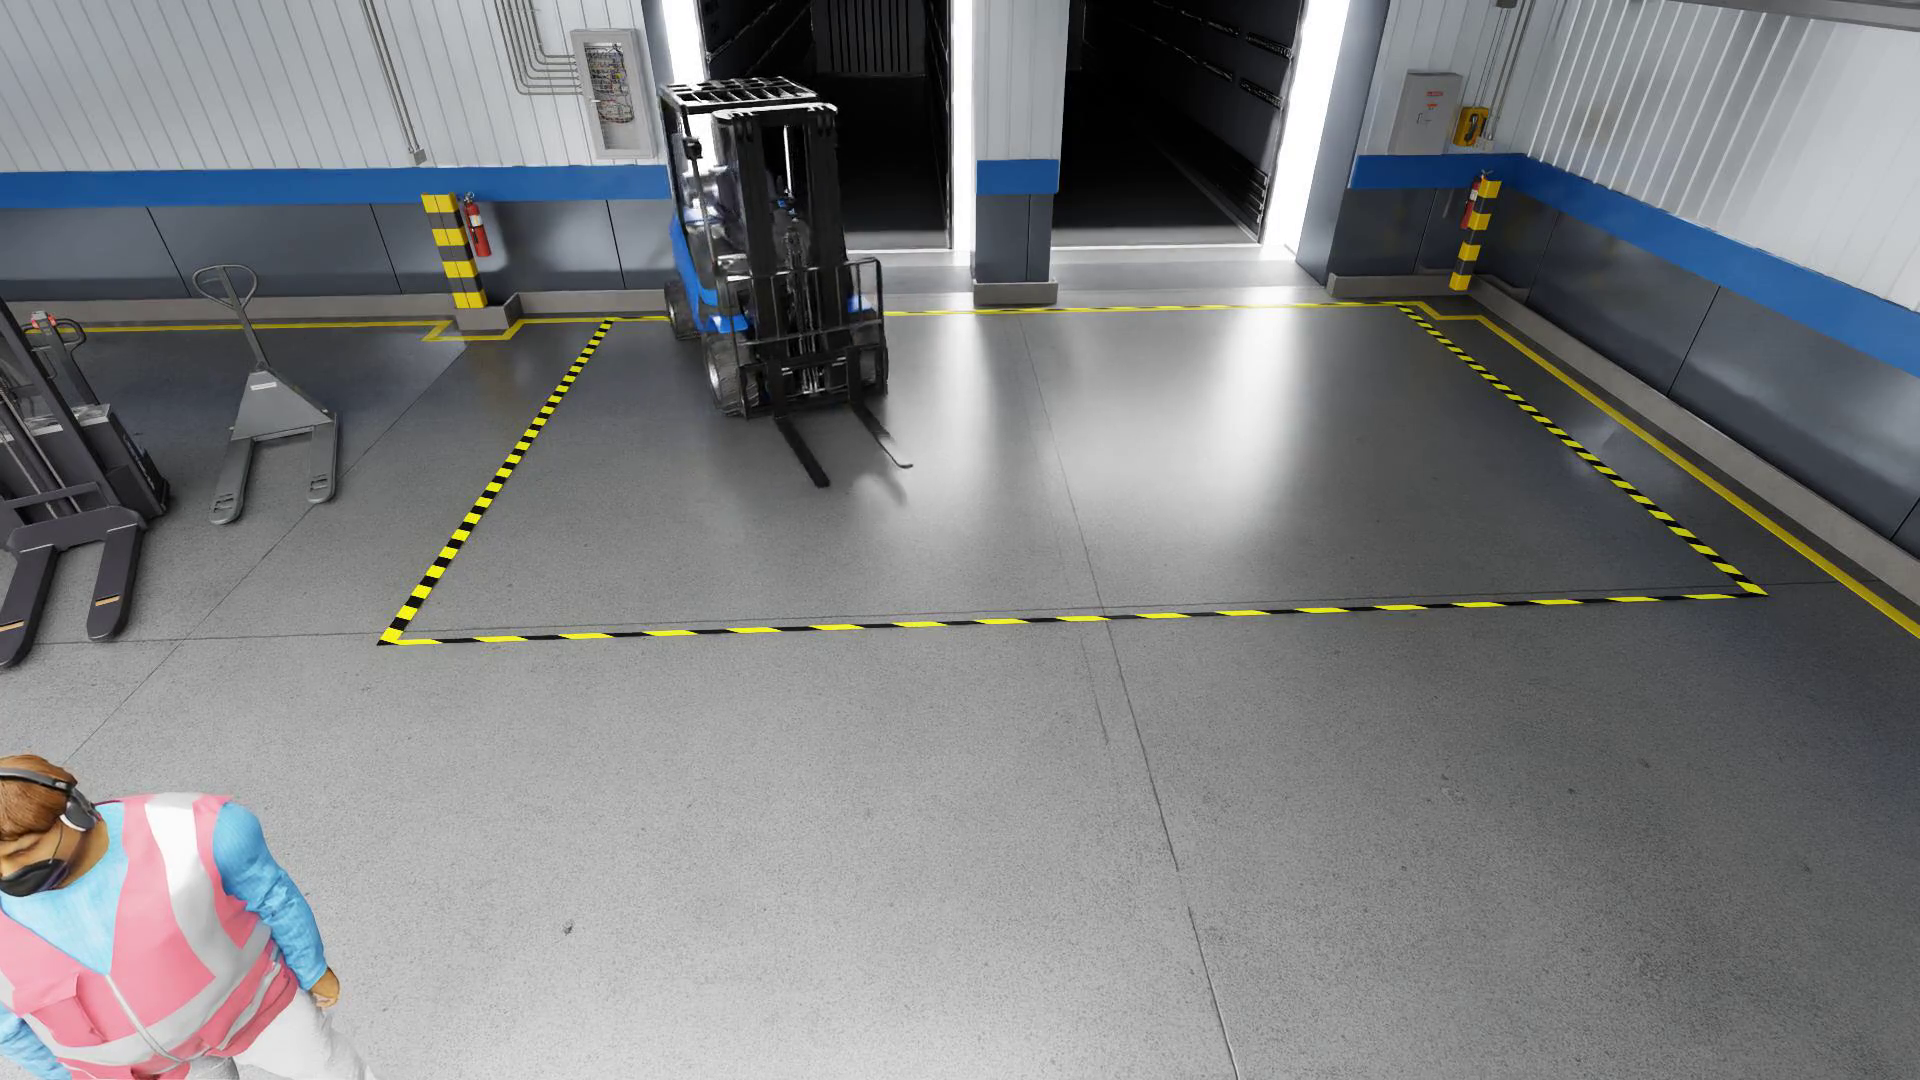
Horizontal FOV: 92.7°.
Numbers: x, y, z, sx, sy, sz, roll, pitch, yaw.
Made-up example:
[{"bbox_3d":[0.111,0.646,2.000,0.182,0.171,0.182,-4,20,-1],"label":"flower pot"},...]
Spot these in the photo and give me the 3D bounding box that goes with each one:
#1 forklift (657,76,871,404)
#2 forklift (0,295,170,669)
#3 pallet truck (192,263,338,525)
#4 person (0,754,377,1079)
[{"bbox_3d":[-1.611,-2.493,7.257,1.157,2.036,2.680,-15,37,-20],"label":"forklift"},{"bbox_3d":[-5.212,-0.618,4.878,0.823,1.965,1.885,-20,39,-26],"label":"forklift"},{"bbox_3d":[-4.778,-1.027,6.128,0.680,1.201,1.601,-17,38,-23],"label":"pallet truck"},{"bbox_3d":[-1.962,1.230,2.358,0.624,1.843,0.429,-22,40,-28],"label":"person"}]
